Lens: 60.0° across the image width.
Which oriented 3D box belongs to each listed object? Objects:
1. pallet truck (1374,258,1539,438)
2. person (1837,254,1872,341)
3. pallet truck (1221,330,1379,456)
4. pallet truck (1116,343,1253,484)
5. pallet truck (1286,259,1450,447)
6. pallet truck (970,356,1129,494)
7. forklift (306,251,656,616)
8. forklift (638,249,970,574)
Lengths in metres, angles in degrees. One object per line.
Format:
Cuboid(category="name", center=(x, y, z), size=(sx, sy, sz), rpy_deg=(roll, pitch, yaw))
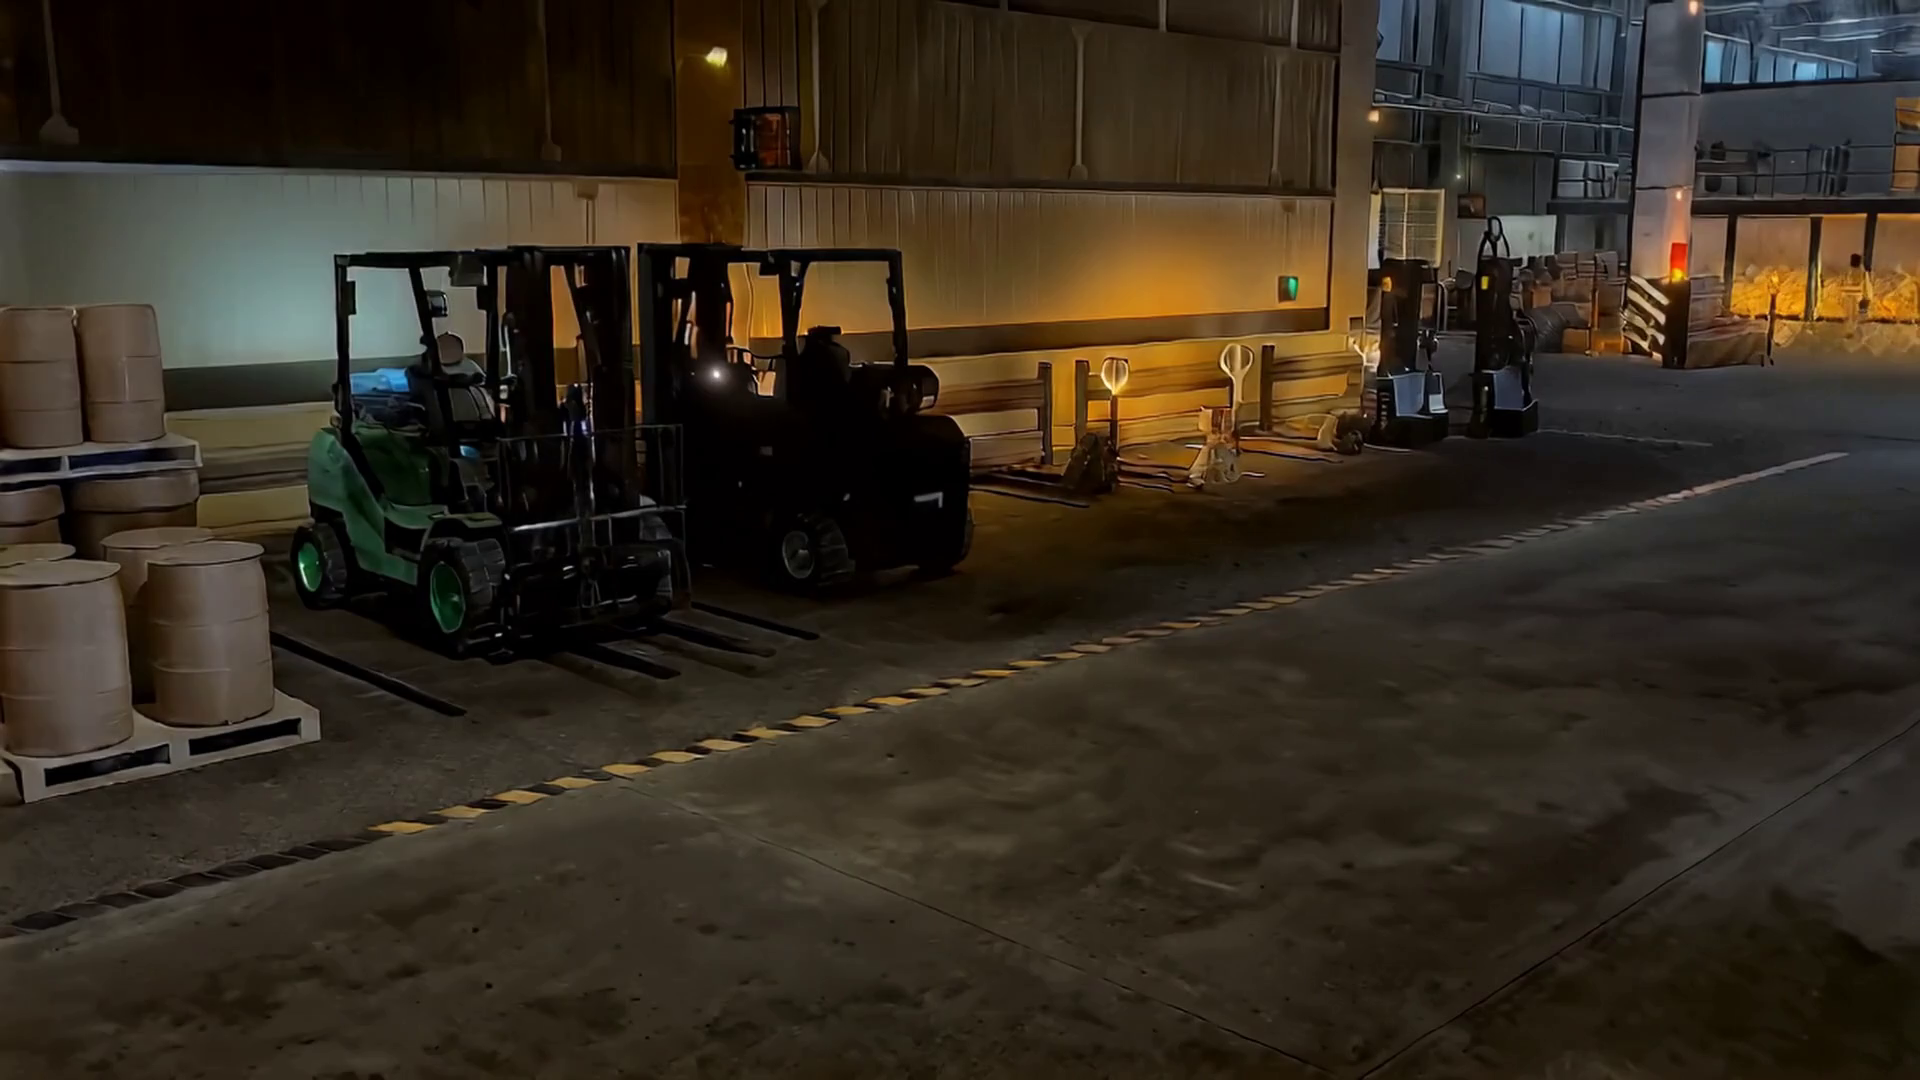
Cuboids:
Cuboid(category="pallet truck", center=(5.704, -2.208, 18.901), size=(1.885, 1.965, 0.823), rpy_deg=(10, 14, 43))
Cuboid(category="person", center=(19.175, -5.203, 35.690), size=(0.596, 1.837, 0.980), rpy_deg=(0, 10, 1))
Cuboid(category="pallet truck", center=(3.563, -1.581, 17.381), size=(0.653, 1.274, 1.630), rpy_deg=(-10, 14, -44))
Cuboid(category="pallet truck", center=(1.962, -1.215, 15.415), size=(1.522, 1.261, 0.704), rpy_deg=(10, 14, 43))
Cuboid(category="pallet truck", center=(4.493, -2.078, 18.196), size=(0.823, 1.965, 1.885), rpy_deg=(-9, 14, -40))
Cuboid(category="pallet truck", center=(0.784, -1.085, 14.876), size=(0.680, 1.201, 1.601), rpy_deg=(-10, 14, -44))
Cuboid(category="forklift", center=(-2.833, -0.669, 9.694), size=(1.157, 1.987, 2.680), rpy_deg=(-10, 14, -44))
Cuboid(category="forklift", center=(-1.173, -0.958, 11.239), size=(2.680, 1.987, 1.157), rpy_deg=(10, 14, 43))
